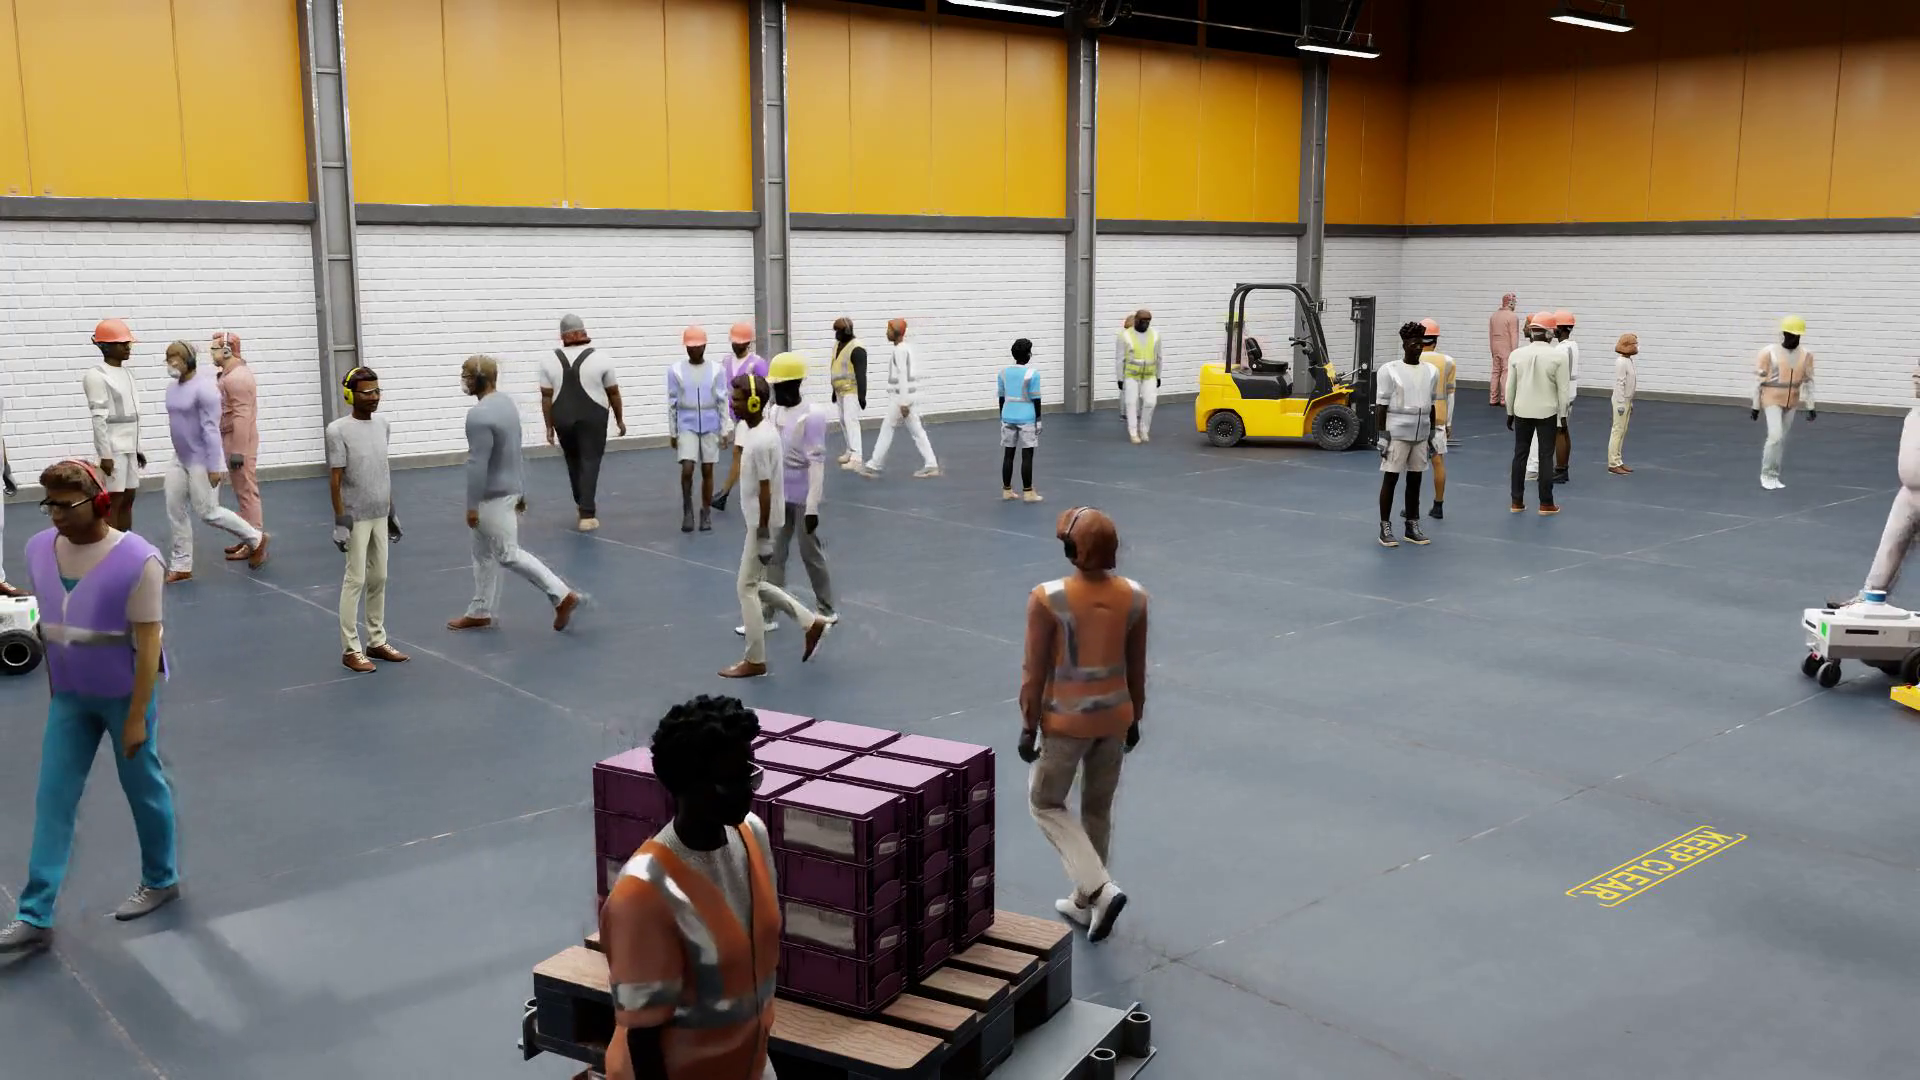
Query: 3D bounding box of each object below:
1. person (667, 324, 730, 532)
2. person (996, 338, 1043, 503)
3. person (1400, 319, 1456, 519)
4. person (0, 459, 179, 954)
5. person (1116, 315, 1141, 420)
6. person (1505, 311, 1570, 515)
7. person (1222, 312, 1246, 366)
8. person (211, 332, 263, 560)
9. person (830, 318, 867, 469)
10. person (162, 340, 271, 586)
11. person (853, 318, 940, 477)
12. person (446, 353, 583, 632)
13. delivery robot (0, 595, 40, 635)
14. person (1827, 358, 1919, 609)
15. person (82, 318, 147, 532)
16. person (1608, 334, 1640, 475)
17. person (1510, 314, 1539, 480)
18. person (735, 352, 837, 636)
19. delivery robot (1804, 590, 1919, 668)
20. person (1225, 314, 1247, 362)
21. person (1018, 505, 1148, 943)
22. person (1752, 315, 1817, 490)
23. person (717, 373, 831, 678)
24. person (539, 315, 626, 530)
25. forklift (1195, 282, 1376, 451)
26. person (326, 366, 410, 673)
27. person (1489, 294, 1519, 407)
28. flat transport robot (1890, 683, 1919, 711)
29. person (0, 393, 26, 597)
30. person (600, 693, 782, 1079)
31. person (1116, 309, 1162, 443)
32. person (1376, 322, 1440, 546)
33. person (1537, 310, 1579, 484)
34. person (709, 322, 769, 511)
[{"bbox_3d":[-2.388,-1.013,15.251,0.545,1.918,0.578,-2,10,-13],"label":"person"},{"bbox_3d":[0.624,-1.226,17.123,0.540,1.695,0.317,7,12,37],"label":"person"},{"bbox_3d":[4.482,-1.161,16.049,0.547,1.934,0.375,-1,10,-5],"label":"person"},{"bbox_3d":[-3.210,0.608,6.074,0.587,1.795,0.924,2,10,13],"label":"person"},{"bbox_3d":[2.646,-2.663,25.718,0.507,1.632,0.266,6,11,32],"label":"person"},{"bbox_3d":[5.687,-1.246,16.375,0.622,1.990,0.394,7,12,37],"label":"person"},{"bbox_3d":[3.853,-2.407,23.929,0.770,1.740,0.527,-6,11,-31],"label":"person"},{"bbox_3d":[-6.081,-0.788,13.948,0.401,1.907,0.646,-4,10,-22],"label":"person"},{"bbox_3d":[-1.330,-1.773,20.091,0.529,1.795,0.787,-5,11,-27],"label":"person"},{"bbox_3d":[-5.864,-0.613,12.931,0.637,1.905,0.827,7,12,36],"label":"person"},{"bbox_3d":[-0.690,-1.611,18.994,1.011,1.829,0.597,1,10,9],"label":"person"},{"bbox_3d":[-3.012,-0.301,11.136,0.913,1.906,0.640,0,10,2],"label":"person"},{"bbox_3d":[-6.010,0.489,10.145,0.707,0.478,0.477,-4,11,-23],"label":"delivery robot"},{"bbox_3d":[6.567,-0.318,11.342,0.985,1.854,0.655,-1,10,-3],"label":"person"},{"bbox_3d":[-6.672,-0.736,13.240,0.375,2.044,0.604,0,10,-3],"label":"person"},{"bbox_3d":[7.757,-1.586,19.410,0.280,1.636,0.500,6,11,32],"label":"person"},{"bbox_3d":[6.490,-1.612,18.850,0.355,1.880,0.572,2,10,13],"label":"person"},{"bbox_3d":[-1.121,-0.303,11.145,0.653,1.913,0.631,-8,13,-40],"label":"person"},{"bbox_3d":[5.404,0.540,9.846,0.707,0.478,0.477,1,10,8],"label":"delivery robot"},{"bbox_3d":[4.522,-2.926,27.322,0.365,1.618,0.498,-7,12,-37],"label":"person"},{"bbox_3d":[0.479,0.688,6.107,0.530,1.624,0.502,-5,11,-28],"label":"person"},{"bbox_3d":[8.938,-1.479,18.038,0.588,1.898,0.609,-1,10,-6],"label":"person"},{"bbox_3d":[-1.141,-0.083,9.986,0.595,1.851,0.542,0,10,-2],"label":"person"},{"bbox_3d":[-3.534,-1.152,15.682,0.700,2.000,1.015,1,10,5],"label":"person"},{"bbox_3d":[4.328,-2.346,22.227,2.313,2.155,1.214,3,10,16],"label":"forklift"},{"bbox_3d":[-3.643,-0.134,10.226,0.309,1.868,0.534,4,10,22],"label":"person"},{"bbox_3d":[9.194,-3.188,27.999,0.402,1.906,0.652,-3,10,-19],"label":"person"},{"bbox_3d":[5.991,0.852,9.123,1.431,0.197,0.652,-1,10,-6],"label":"flat transport robot"},{"bbox_3d":[-7.165,-0.469,12.202,0.313,1.864,0.534,3,10,17],"label":"person"},{"bbox_3d":[-0.549,1.123,3.505,0.903,1.644,0.544,5,11,27],"label":"person"},{"bbox_3d":[2.428,-2.202,22.481,0.661,1.820,0.474,-2,10,-10],"label":"person"},{"bbox_3d":[3.925,-0.927,14.586,0.605,1.966,0.367,-3,10,-18],"label":"person"},{"bbox_3d":[6.692,-1.598,18.593,0.356,1.937,0.552,6,11,31],"label":"person"},{"bbox_3d":[-2.235,-1.223,16.561,0.579,1.876,1.006,9,13,42],"label":"person"}]
